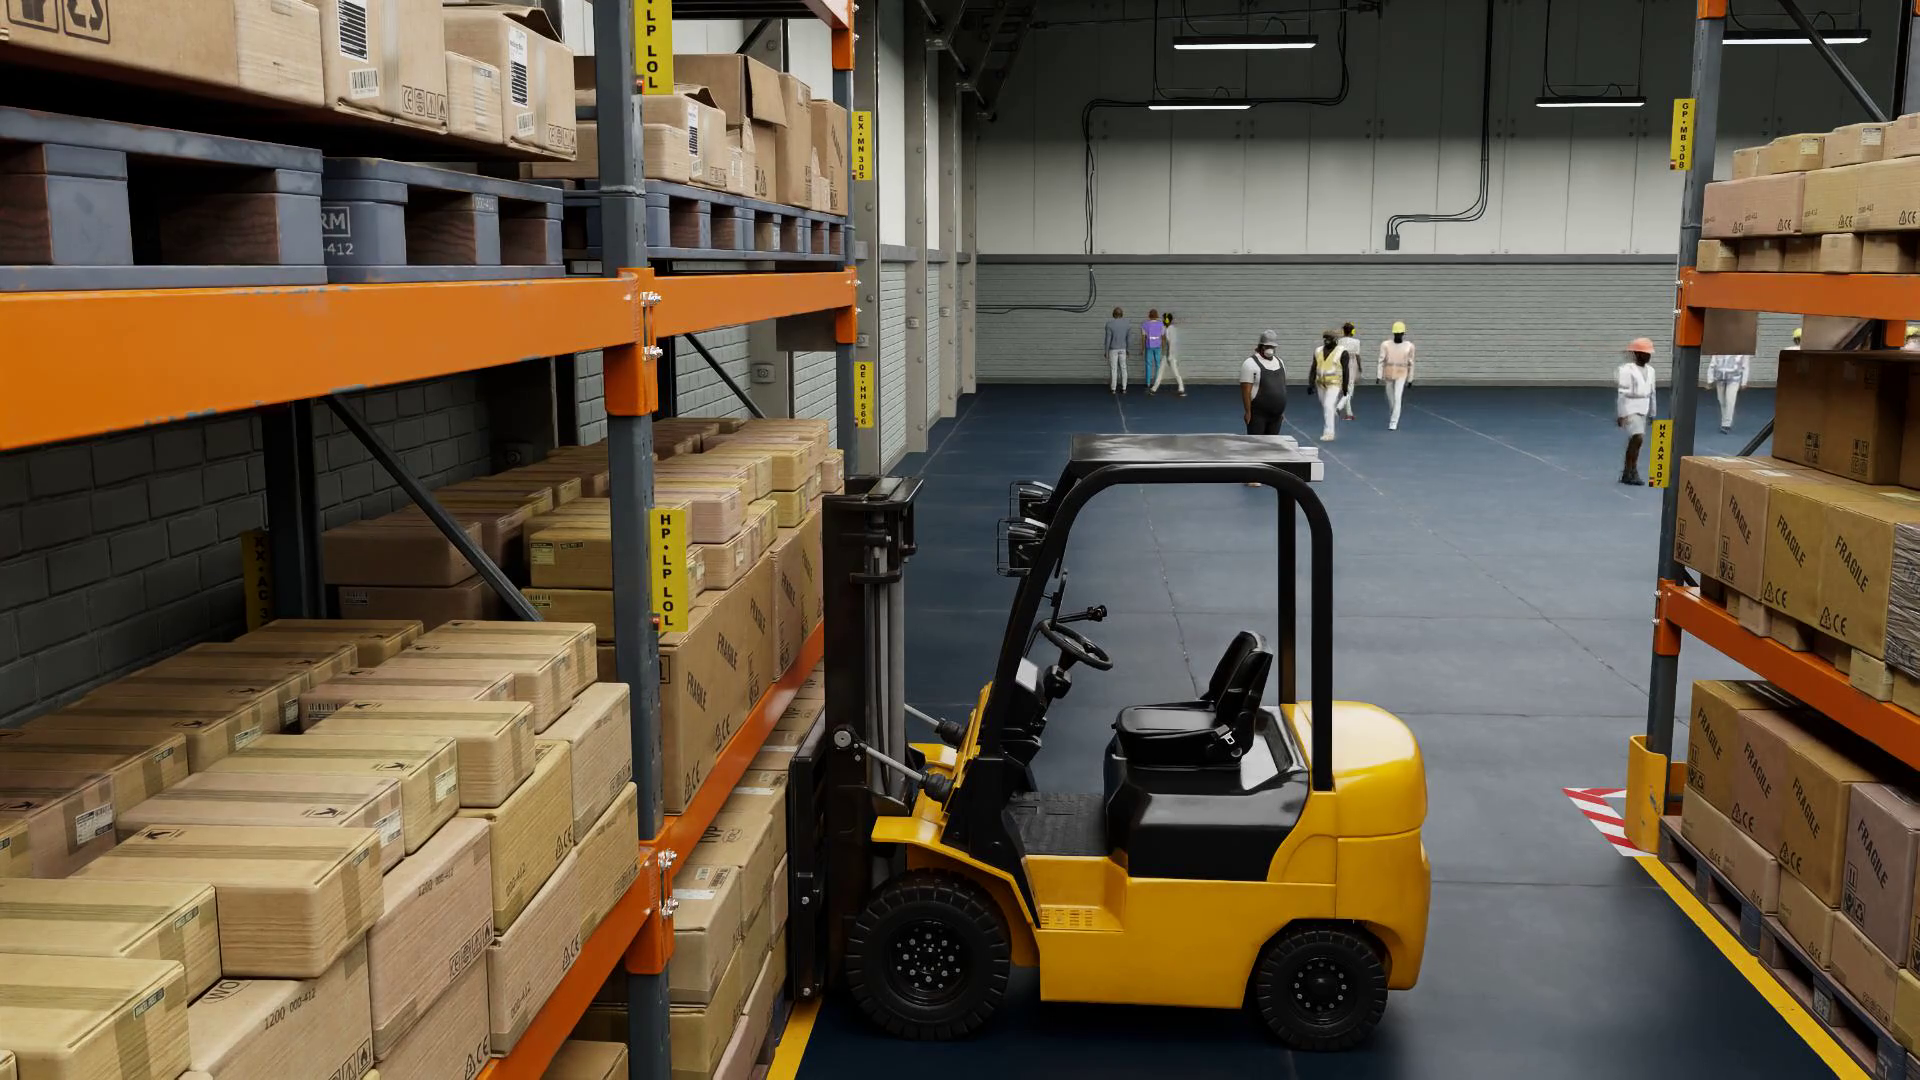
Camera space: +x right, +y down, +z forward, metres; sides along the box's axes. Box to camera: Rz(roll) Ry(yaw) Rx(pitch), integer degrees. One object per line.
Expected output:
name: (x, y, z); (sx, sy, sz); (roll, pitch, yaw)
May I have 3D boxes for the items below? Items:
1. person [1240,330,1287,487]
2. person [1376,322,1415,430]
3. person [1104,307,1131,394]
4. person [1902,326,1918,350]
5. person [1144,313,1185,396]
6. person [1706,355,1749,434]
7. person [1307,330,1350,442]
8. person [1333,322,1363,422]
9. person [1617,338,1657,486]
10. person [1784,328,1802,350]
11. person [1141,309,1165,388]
person: (3.989, -1.709, 21.601); (0.686, 2.000, 0.535); (-6, 11, -31)
person: (7.682, -2.898, 29.271); (0.603, 1.897, 0.905); (4, 10, 25)
person: (3.533, -4.247, 37.287); (0.635, 1.938, 0.354); (-3, 10, -19)
person: (17.436, -3.059, 30.666); (0.542, 1.752, 0.451); (-8, 12, -40)
person: (4.557, -4.077, 36.636); (0.946, 1.817, 0.522); (6, 11, 34)
person: (13.058, -2.702, 28.377); (0.597, 1.786, 0.915); (9, 13, 43)
person: (5.935, -2.502, 27.067); (0.728, 1.815, 0.645); (-9, 13, -43)
person: (7.135, -3.107, 30.696); (0.838, 1.842, 0.519); (-8, 12, -41)
person: (8.877, -1.652, 21.607); (0.570, 1.919, 0.649); (-5, 11, -28)
person: (14.908, -2.892, 29.627); (0.544, 1.768, 0.413); (1, 9, 9)
person: (4.540, -4.501, 39.100); (0.567, 1.846, 0.389); (-1, 9, -5)
